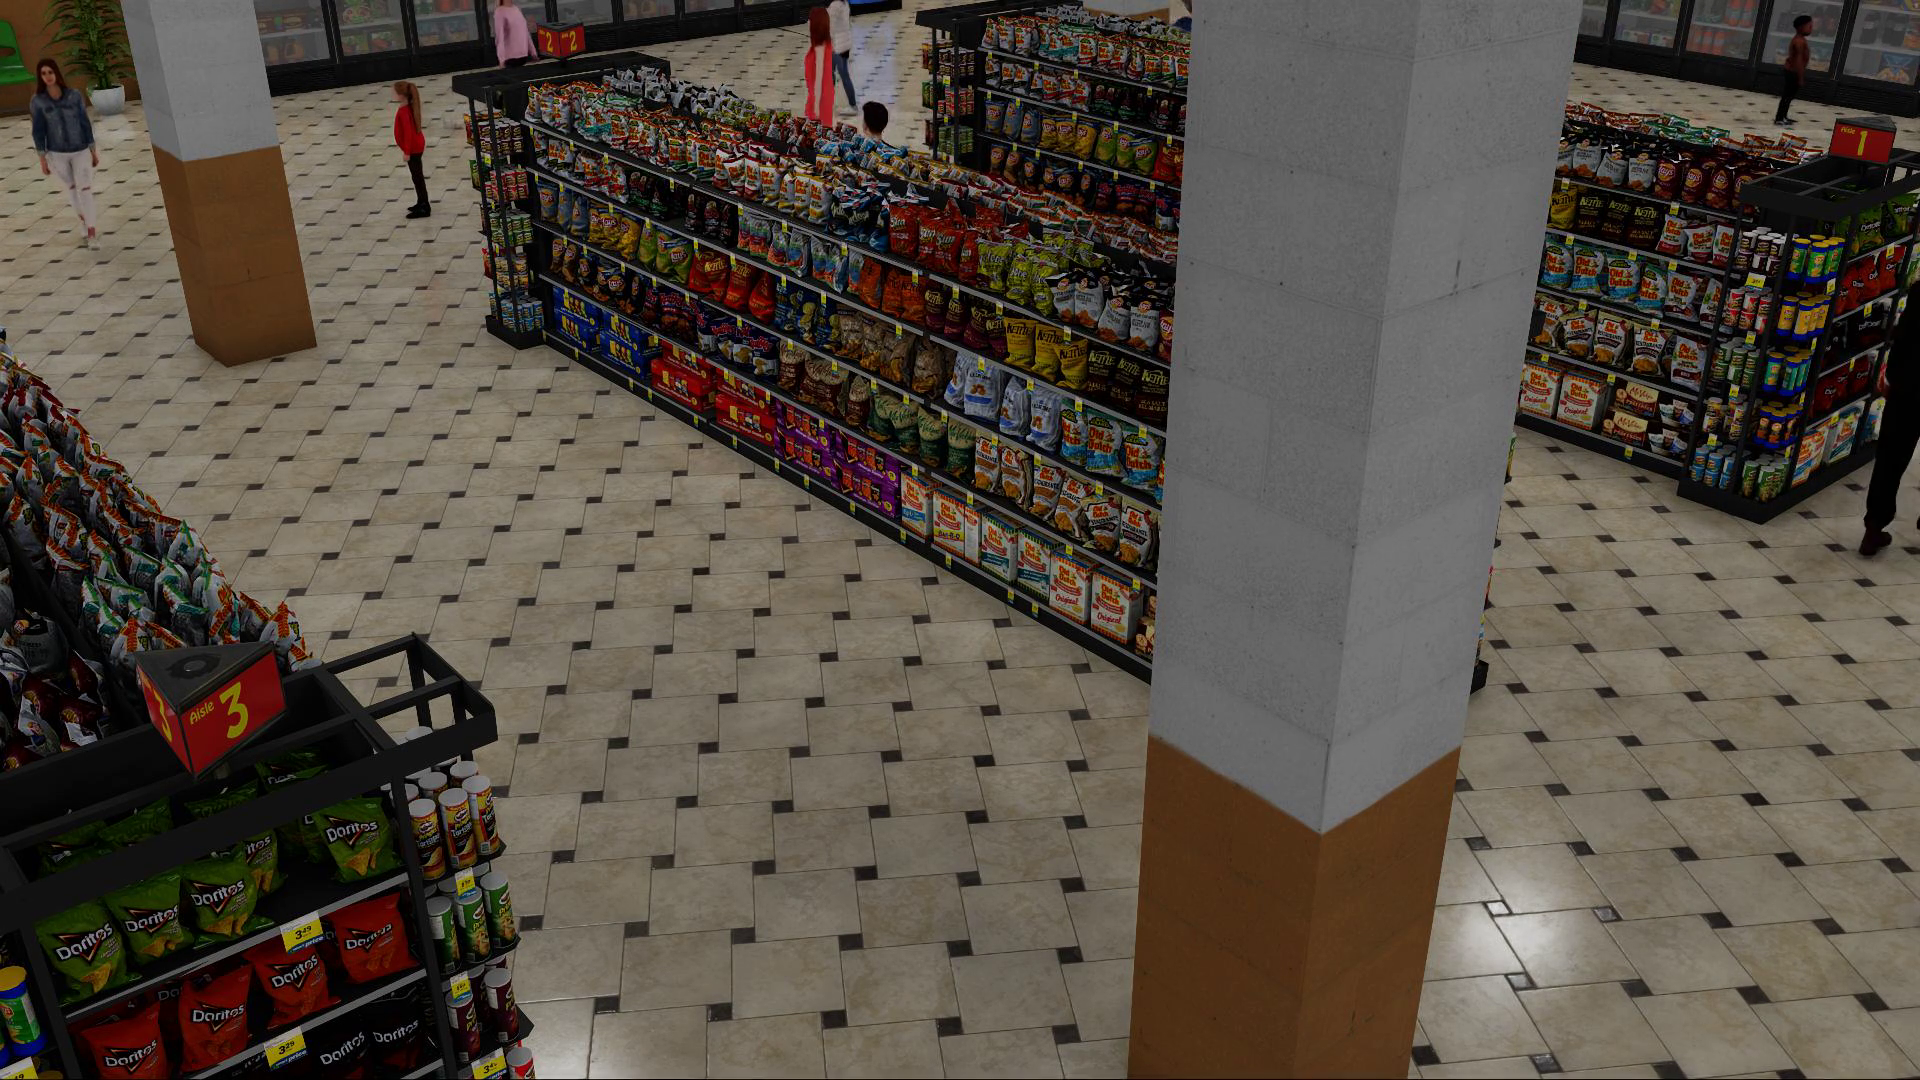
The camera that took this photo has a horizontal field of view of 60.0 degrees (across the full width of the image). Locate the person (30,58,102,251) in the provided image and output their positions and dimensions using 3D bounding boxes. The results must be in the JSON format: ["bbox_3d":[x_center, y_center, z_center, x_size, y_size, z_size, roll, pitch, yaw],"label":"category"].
[{"bbox_3d":[-7.986,-3.449,14.912,0.835,1.655,1.187,-12,29,-22],"label":"person"}]

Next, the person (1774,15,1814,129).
[{"bbox_3d":[9.621,-5.429,19.262,0.633,1.253,0.613,11,29,20],"label":"person"}]

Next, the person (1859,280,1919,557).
[{"bbox_3d":[5.438,-0.779,9.404,0.802,1.875,1.041,-21,34,-35],"label":"person"}]

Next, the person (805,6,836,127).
[{"bbox_3d":[-1.287,-4.331,16.488,1.060,1.804,1.044,0,27,1],"label":"person"}]

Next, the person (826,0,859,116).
[{"bbox_3d":[-1.351,-5.836,19.660,0.957,1.618,0.896,2,27,4],"label":"person"}]

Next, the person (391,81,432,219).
[{"bbox_3d":[-5.240,-3.741,15.900,0.637,1.281,0.554,-5,27,-9],"label":"person"}]

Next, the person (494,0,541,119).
[{"bbox_3d":[-5.131,-5.453,18.877,1.172,1.644,0.985,8,28,16],"label":"person"}]
